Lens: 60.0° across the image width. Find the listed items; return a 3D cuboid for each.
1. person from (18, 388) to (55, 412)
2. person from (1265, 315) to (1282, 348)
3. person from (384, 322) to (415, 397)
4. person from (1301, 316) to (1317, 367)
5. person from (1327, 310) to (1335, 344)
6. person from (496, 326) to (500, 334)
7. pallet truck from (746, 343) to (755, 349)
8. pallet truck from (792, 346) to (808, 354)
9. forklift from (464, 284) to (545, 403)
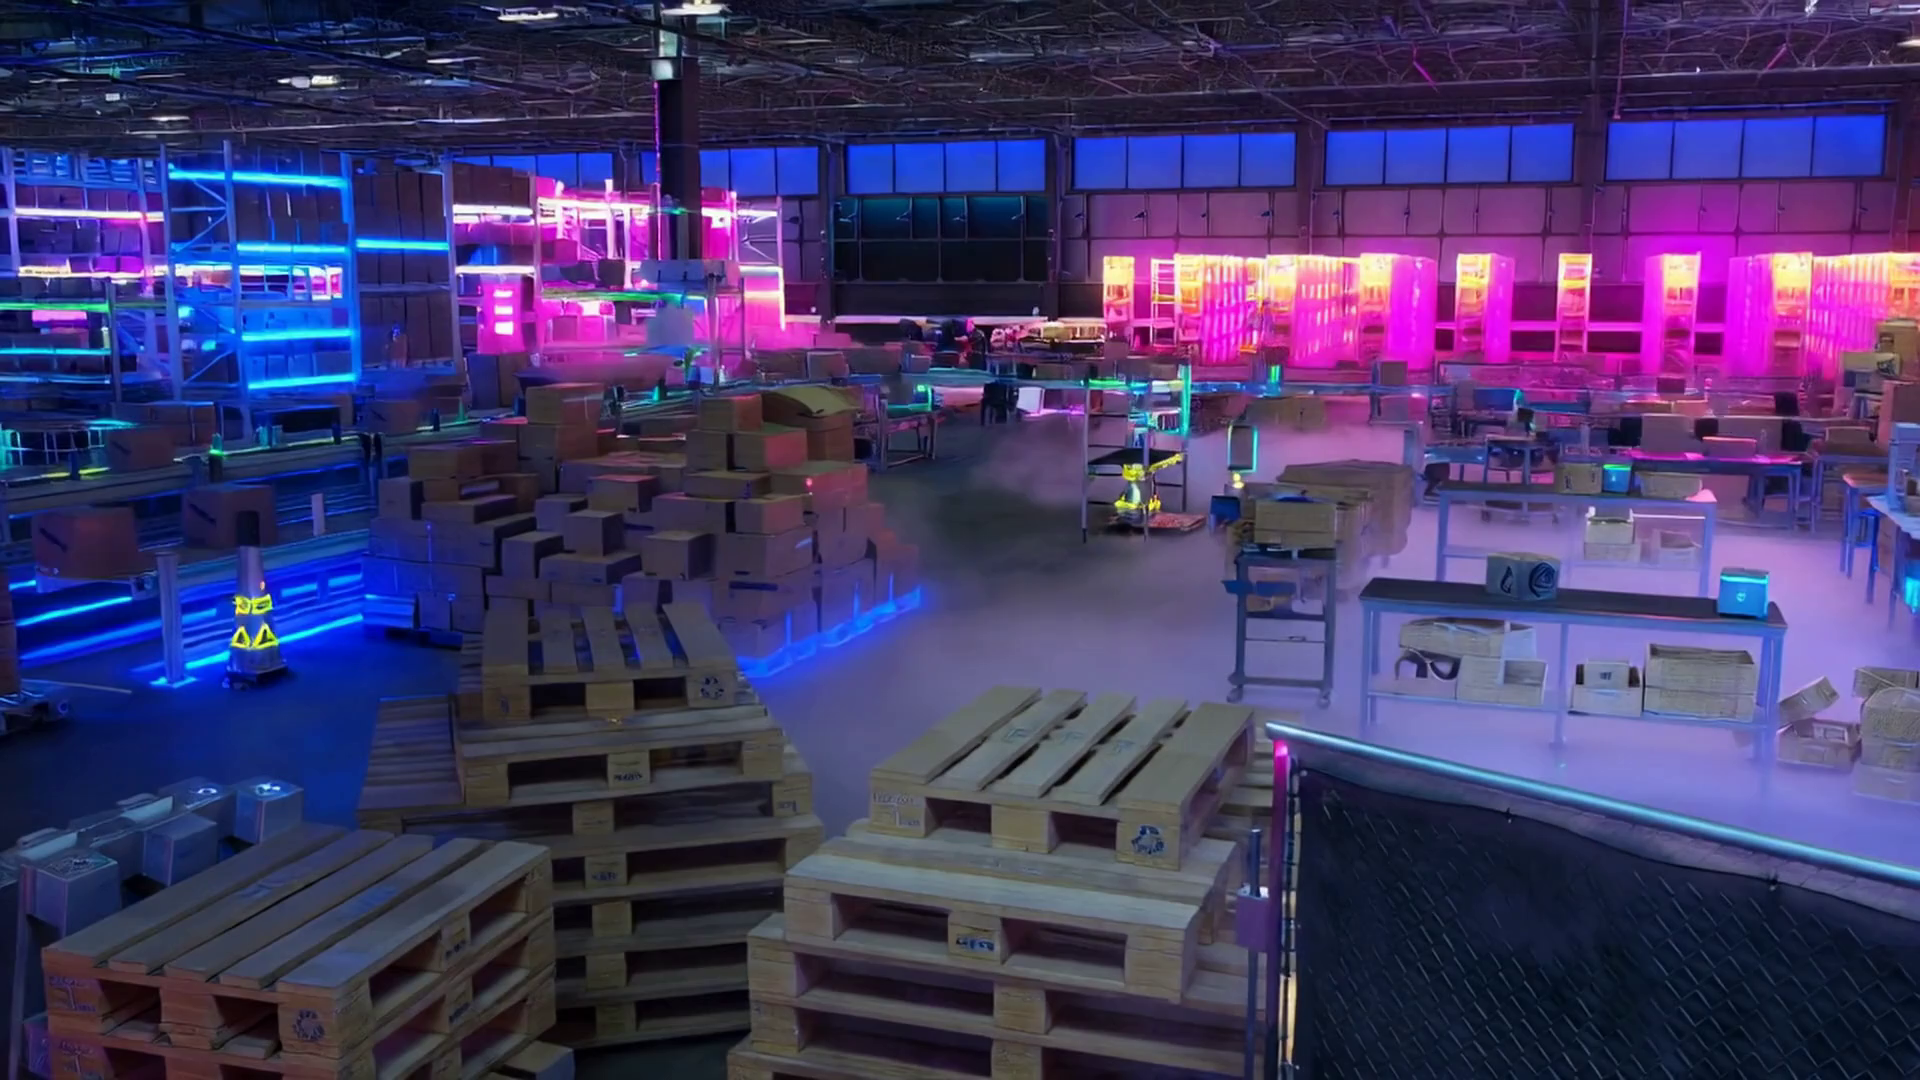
[{"bbox_3d":[-16.232,-2.449,29.279,0.548,1.654,0.839,2,9,15],"label":"person"},{"bbox_3d":[9.831,-6.219,52.050,0.602,1.949,0.389,-3,9,-16],"label":"person"},{"bbox_3d":[-14.042,-4.527,41.656,0.561,1.890,1.000,4,10,22],"label":"person"},{"bbox_3d":[10.844,-6.199,52.429,0.812,1.803,0.593,5,10,29],"label":"person"},{"bbox_3d":[13.228,-7.374,59.753,0.818,1.814,0.578,-1,9,-8],"label":"person"},{"bbox_3d":[-11.594,-4.499,41.713,0.605,1.807,0.729,3,9,16],"label":"person"},{"bbox_3d":[-6.183,-4.618,44.264,1.601,1.201,0.680,-9,12,-43],"label":"pallet truck"},{"bbox_3d":[-3.705,-4.298,42.022,0.653,1.274,1.630,3,10,20],"label":"pallet truck"},{"bbox_3d":[-10.832,-4.702,39.610,1.129,2.768,1.873,3,10,20],"label":"forklift"}]
